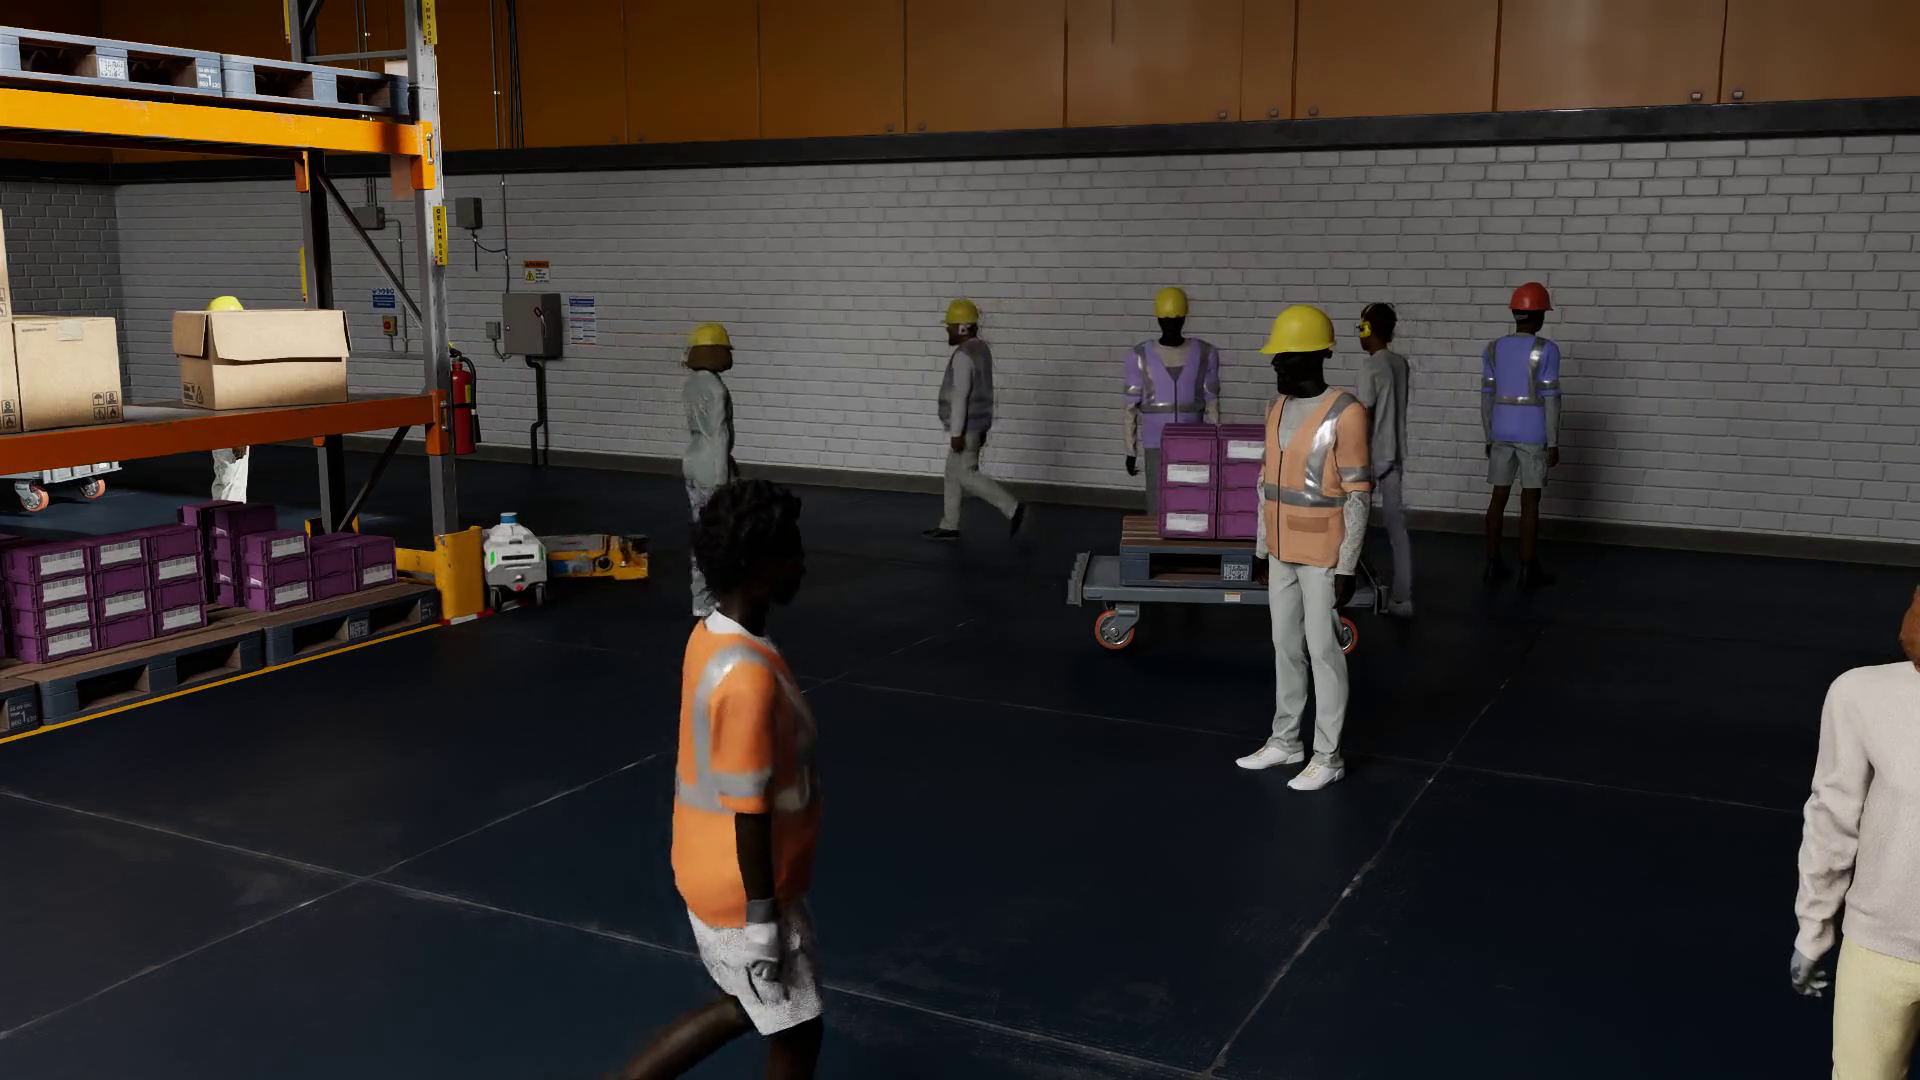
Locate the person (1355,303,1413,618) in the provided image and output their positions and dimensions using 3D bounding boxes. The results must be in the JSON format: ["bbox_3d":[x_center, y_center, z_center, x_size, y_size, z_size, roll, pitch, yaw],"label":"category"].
[{"bbox_3d":[2.395,-0.480,9.866,0.500,1.825,0.858,-8,13,-40],"label":"person"}]

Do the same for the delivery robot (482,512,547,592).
[{"bbox_3d":[-2.717,0.077,10.052,0.477,0.478,0.707,-4,11,-22],"label":"delivery robot"}]

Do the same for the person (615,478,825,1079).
[{"bbox_3d":[-0.510,0.704,3.463,0.649,1.678,0.538,-3,10,-14],"label":"person"}]

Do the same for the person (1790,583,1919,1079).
[{"bbox_3d":[1.818,0.789,3.085,0.507,1.632,0.277,8,12,37],"label":"person"}]

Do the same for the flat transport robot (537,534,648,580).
[{"bbox_3d":[-2.772,0.123,10.883,1.431,0.197,0.652,-2,10,-11],"label":"flat transport robot"}]

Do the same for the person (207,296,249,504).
[{"bbox_3d":[-5.016,-0.758,11.465,0.404,1.830,0.600,-7,12,-34],"label":"person"}]

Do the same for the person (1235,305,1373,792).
[{"bbox_3d":[1.362,0.035,6.611,0.374,1.922,0.594,-5,11,-27],"label":"person"}]

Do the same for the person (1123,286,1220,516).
[{"bbox_3d":[1.318,-0.604,10.314,0.623,1.918,0.403,0,10,0],"label":"person"}]

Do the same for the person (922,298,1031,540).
[{"bbox_3d":[0.119,-0.859,12.154,0.779,1.806,0.591,2,10,13],"label":"person"}]

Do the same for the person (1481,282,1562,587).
[{"bbox_3d":[3.605,-0.673,10.664,0.364,1.939,0.542,-8,13,-38],"label":"person"}]

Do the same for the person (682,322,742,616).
[{"bbox_3d":[-1.376,-0.400,9.689,0.451,1.722,0.516,-7,12,-35],"label":"person"}]
